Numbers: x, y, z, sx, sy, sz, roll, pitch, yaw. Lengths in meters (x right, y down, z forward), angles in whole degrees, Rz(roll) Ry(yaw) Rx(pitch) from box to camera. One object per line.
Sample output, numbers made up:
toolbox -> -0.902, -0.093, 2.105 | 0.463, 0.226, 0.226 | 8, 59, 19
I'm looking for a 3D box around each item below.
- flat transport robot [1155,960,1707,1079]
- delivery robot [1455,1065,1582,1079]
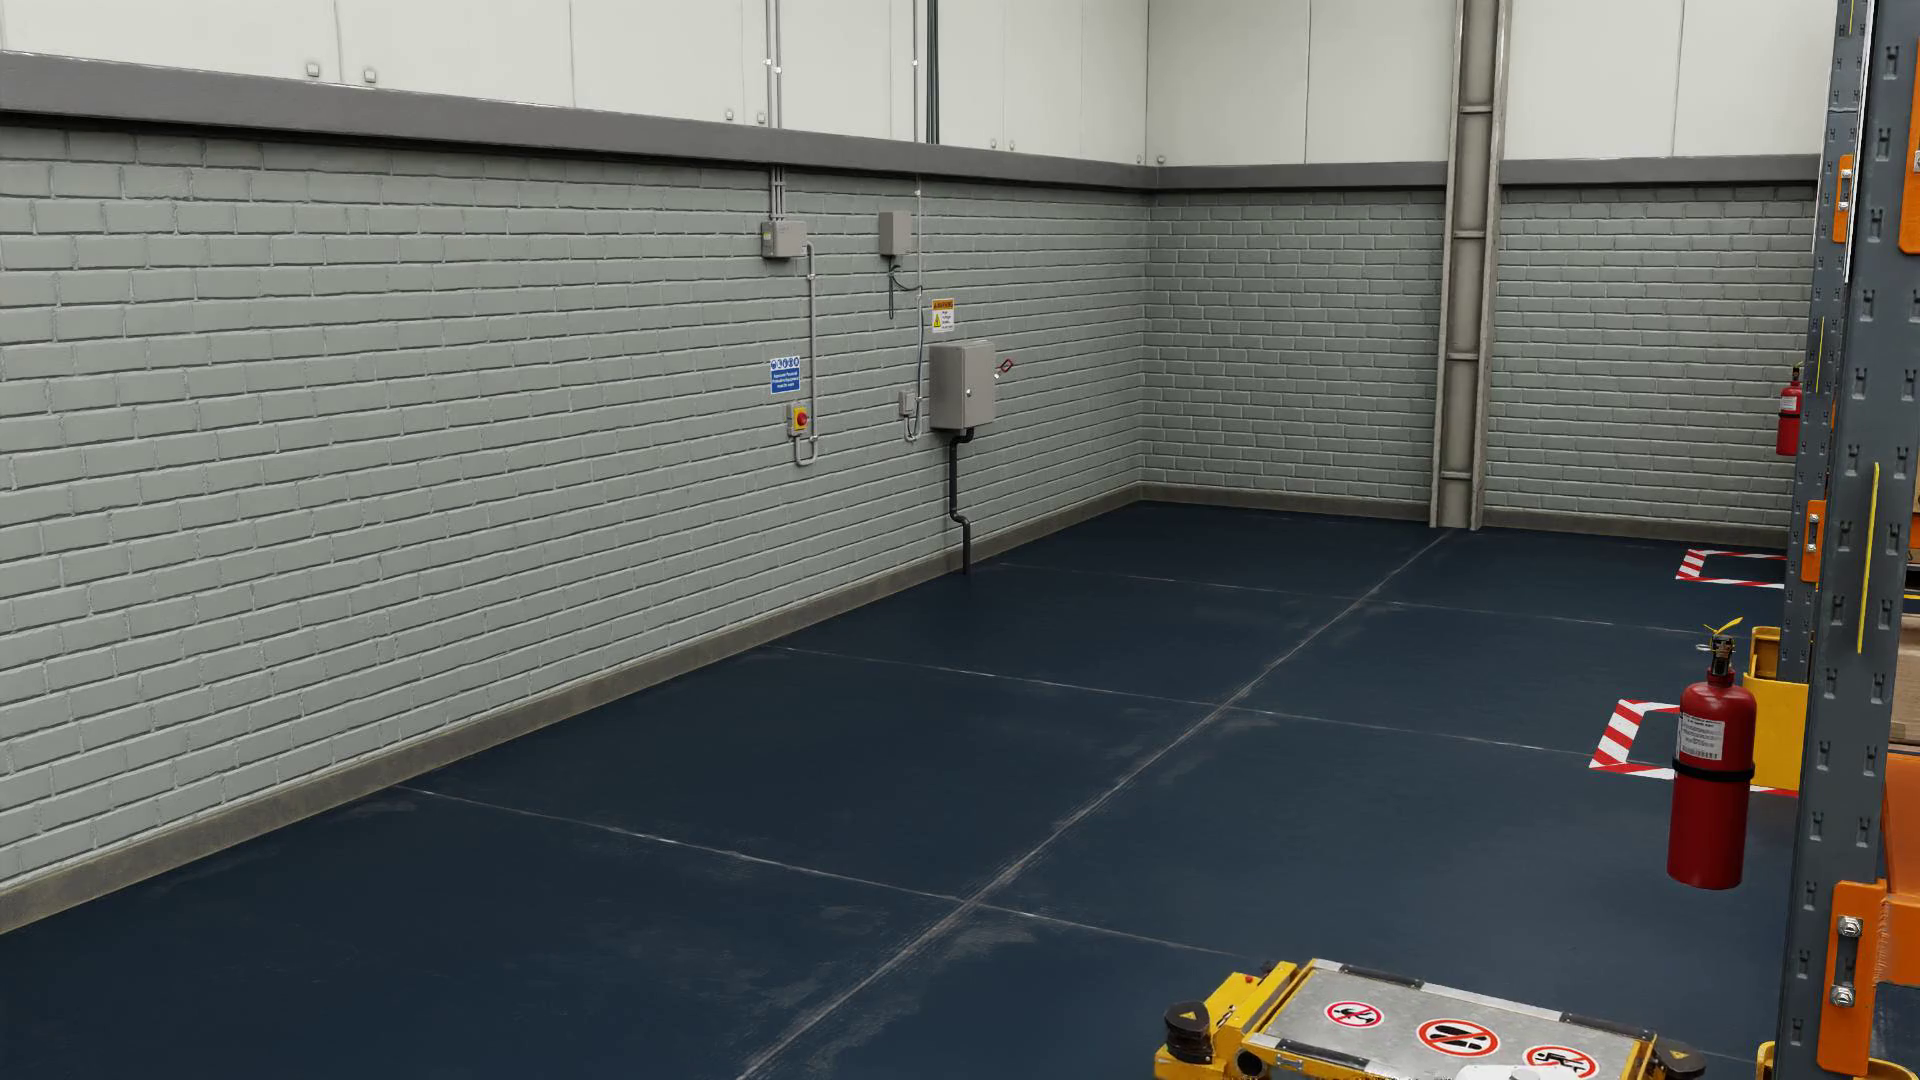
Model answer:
flat transport robot -> 1.353, 1.514, 4.820 | 1.431, 0.197, 0.652 | 6, 12, 30
delivery robot -> 1.402, 1.494, 3.896 | 0.477, 0.478, 0.707 | 0, 10, 1
